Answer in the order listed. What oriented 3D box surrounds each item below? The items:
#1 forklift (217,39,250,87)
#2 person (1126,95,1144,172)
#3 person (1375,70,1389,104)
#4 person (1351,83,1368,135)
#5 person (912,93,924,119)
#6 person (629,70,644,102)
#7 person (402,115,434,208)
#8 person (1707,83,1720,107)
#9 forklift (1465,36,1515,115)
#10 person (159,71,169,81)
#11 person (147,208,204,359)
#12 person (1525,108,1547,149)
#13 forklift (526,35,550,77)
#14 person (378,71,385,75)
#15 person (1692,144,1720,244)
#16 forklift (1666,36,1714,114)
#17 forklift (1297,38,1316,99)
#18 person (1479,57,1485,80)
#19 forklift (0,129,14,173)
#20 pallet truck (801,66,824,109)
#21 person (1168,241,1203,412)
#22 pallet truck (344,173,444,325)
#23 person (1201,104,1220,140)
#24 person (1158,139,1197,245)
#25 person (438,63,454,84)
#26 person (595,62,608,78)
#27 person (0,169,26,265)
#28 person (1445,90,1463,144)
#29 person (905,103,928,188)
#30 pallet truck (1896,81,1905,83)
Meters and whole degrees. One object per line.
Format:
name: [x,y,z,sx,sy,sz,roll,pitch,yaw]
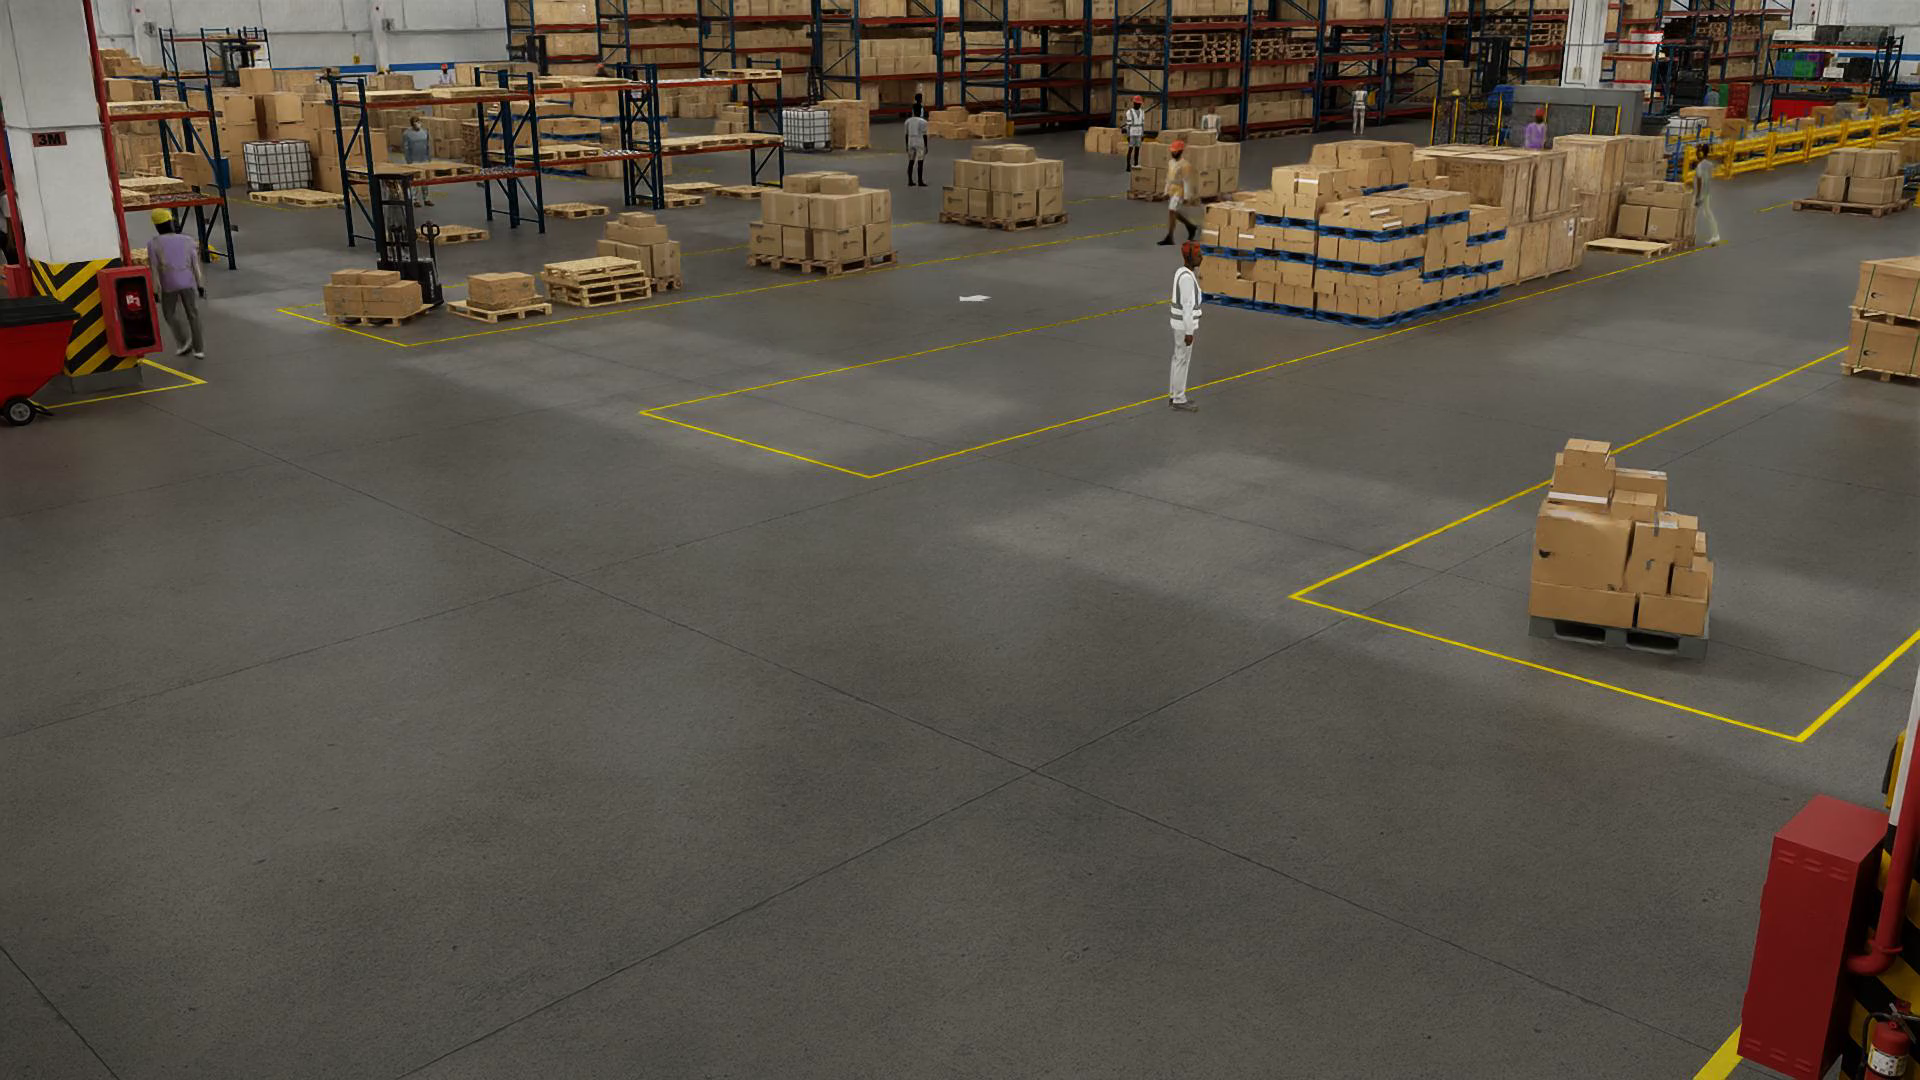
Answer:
forklift: [-25.669,-16.358,59.066,1.873,2.768,1.129,17,25,41]
person: [4.512,-10.421,42.677,0.540,1.930,0.384,-10,21,-28]
person: [16.056,-17.098,63.320,0.504,1.587,0.867,-15,23,-37]
person: [12.857,-13.896,53.594,0.515,1.636,0.314,4,19,12]
person: [-1.199,-11.845,47.330,0.321,1.690,0.533,6,19,17]
person: [-10.928,-14.856,56.060,0.593,1.912,0.387,-15,24,-38]
person: [-11.656,-8.152,35.813,0.364,1.939,0.636,16,24,40]
person: [24.127,-13.806,53.343,0.281,1.624,0.493,-4,19,-12]
forklift: [19.973,-17.201,61.605,1.873,2.768,1.129,16,24,40]
person: [-26.002,-14.374,54.567,0.629,1.936,0.371,-2,18,-5]
person: [-9.909,-3.233,21.039,0.549,1.902,0.680,16,24,40]
person: [13.350,-9.111,38.770,0.561,1.909,0.932,-6,19,-17]
forklift: [-16.117,-17.897,63.701,1.873,2.768,1.129,6,19,18]
person: [-19.628,-15.026,56.694,0.429,1.837,0.629,7,19,19]
person: [13.728,-6.402,30.774,0.548,1.811,1.033,-13,23,-35]
forklift: [27.341,-17.291,61.877,1.129,2.768,1.873,17,25,41]
forklift: [12.488,-16.623,59.865,1.129,2.768,1.873,17,25,41]
person: [22.191,-19.634,70.721,0.529,1.734,0.816,14,23,36]
forklift: [-24.026,-10.894,42.605,1.129,2.768,1.873,17,25,41]
pallet truck: [-4.812,-15.182,56.903,0.823,1.965,1.885,-9,21,-26]
person: [2.509,-2.373,18.487,0.337,1.882,0.584,0,18,1]
pallet truck: [-8.209,-4.181,23.757,0.823,1.965,1.885,3,19,9]
person: [6.600,-10.654,43.842,0.519,1.628,0.382,-1,18,-2]
person: [4.037,-6.388,30.544,0.808,1.918,0.548,-8,20,-22]
person: [-18.898,-16.575,61.245,0.553,1.914,0.827,-4,19,-13]
person: [-12.977,-16.337,60.427,0.899,1.970,0.608,11,21,30]
person: [-14.065,-4.470,24.562,0.535,2.000,0.674,-8,20,-23]
person: [14.191,-12.068,47.914,0.531,1.753,0.581,13,23,35]
person: [-1.023,-9.339,39.370,0.606,1.958,0.378,10,21,29]
pallet truck: [34.802,-16.331,61.455,0.653,1.274,1.630,17,25,41]
